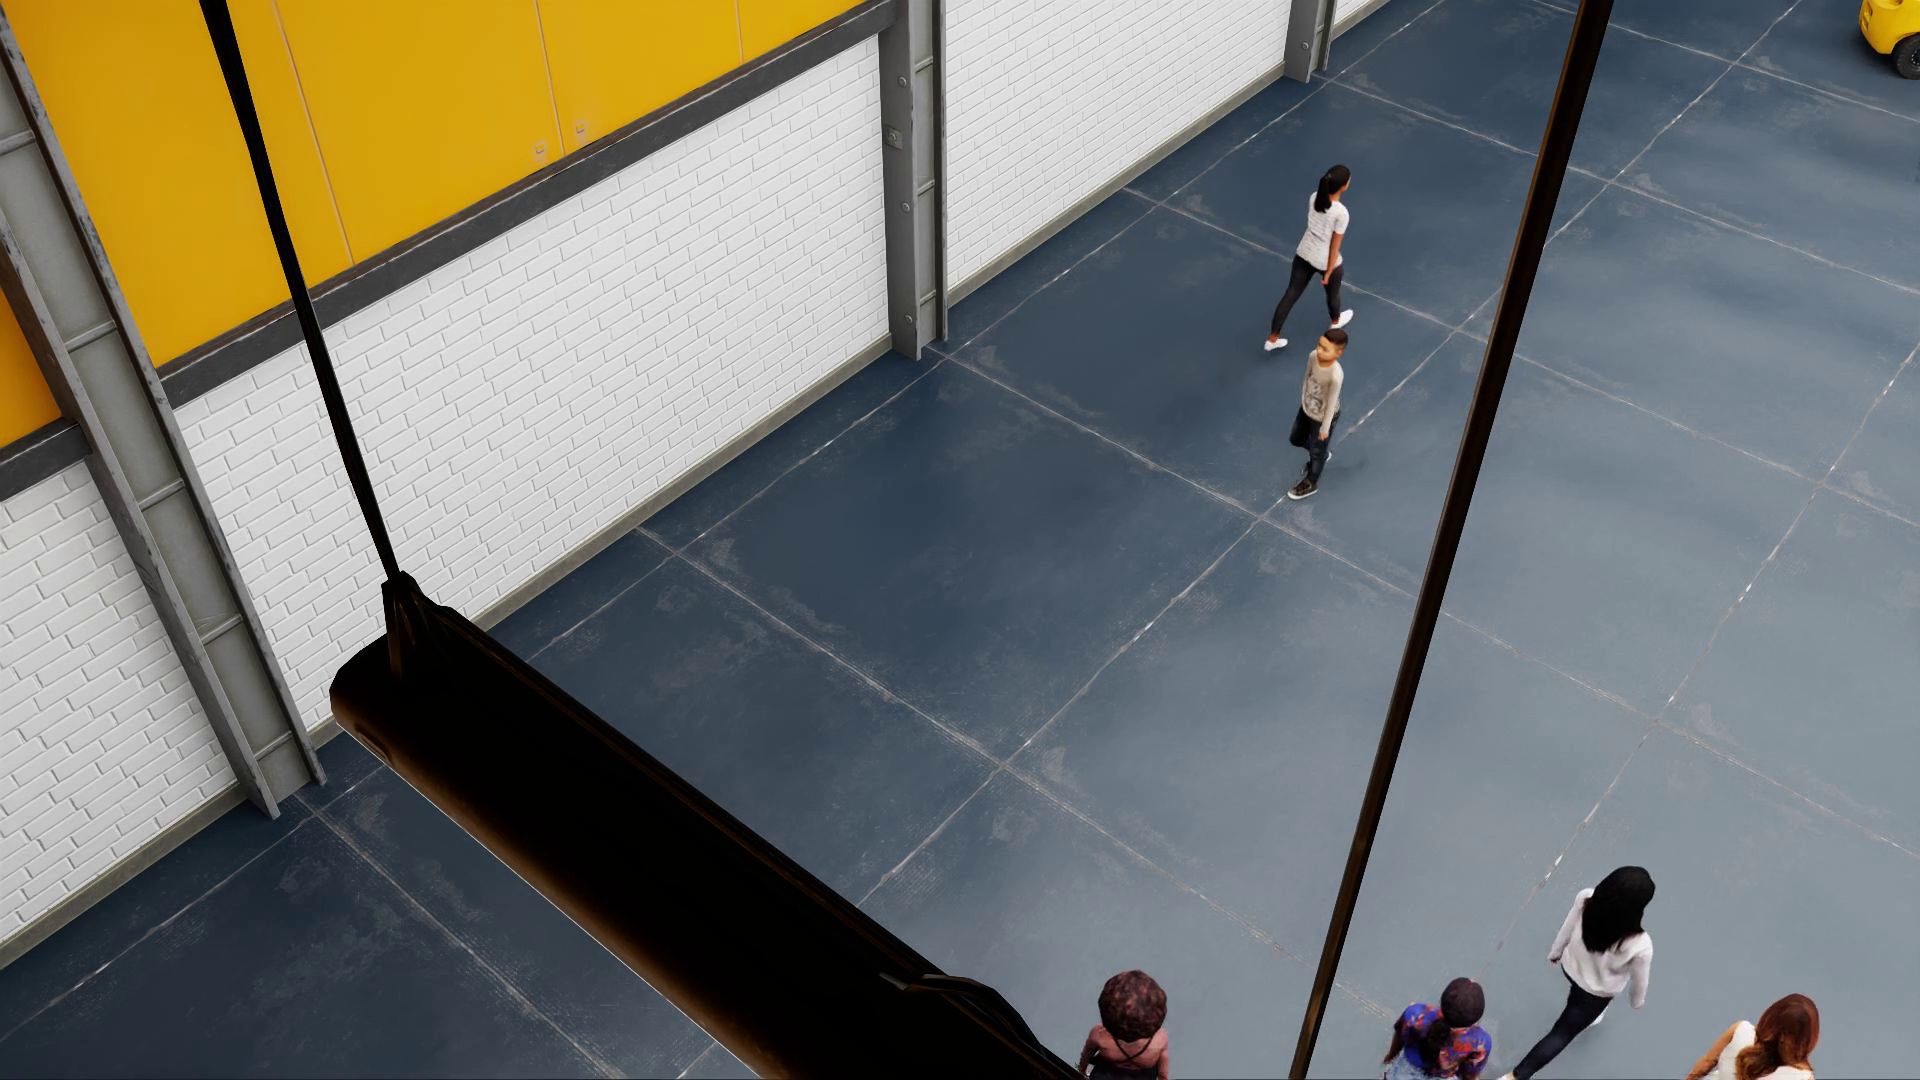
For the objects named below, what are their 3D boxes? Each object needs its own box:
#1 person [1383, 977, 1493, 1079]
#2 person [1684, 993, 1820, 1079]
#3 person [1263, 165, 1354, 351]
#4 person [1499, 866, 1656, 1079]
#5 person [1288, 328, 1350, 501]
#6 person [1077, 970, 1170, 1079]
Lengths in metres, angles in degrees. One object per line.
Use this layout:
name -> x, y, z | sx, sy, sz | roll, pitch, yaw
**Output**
person -> 2.199, 2.642, 7.950 | 0.763, 1.726, 1.003 | 17, 46, 17
person -> 3.521, 2.778, 7.802 | 1.133, 1.736, 0.837 | -25, 49, -24
person -> 2.750, -2.174, 13.095 | 1.153, 1.604, 0.700 | -30, 51, -28
person -> 3.109, 2.253, 8.408 | 1.204, 1.659, 0.883 | -21, 47, -20
person -> 2.624, -0.924, 11.890 | 0.746, 1.456, 0.669 | -20, 47, -20
person -> 0.768, 2.704, 7.869 | 1.005, 1.750, 1.116 | 0, 44, 0
